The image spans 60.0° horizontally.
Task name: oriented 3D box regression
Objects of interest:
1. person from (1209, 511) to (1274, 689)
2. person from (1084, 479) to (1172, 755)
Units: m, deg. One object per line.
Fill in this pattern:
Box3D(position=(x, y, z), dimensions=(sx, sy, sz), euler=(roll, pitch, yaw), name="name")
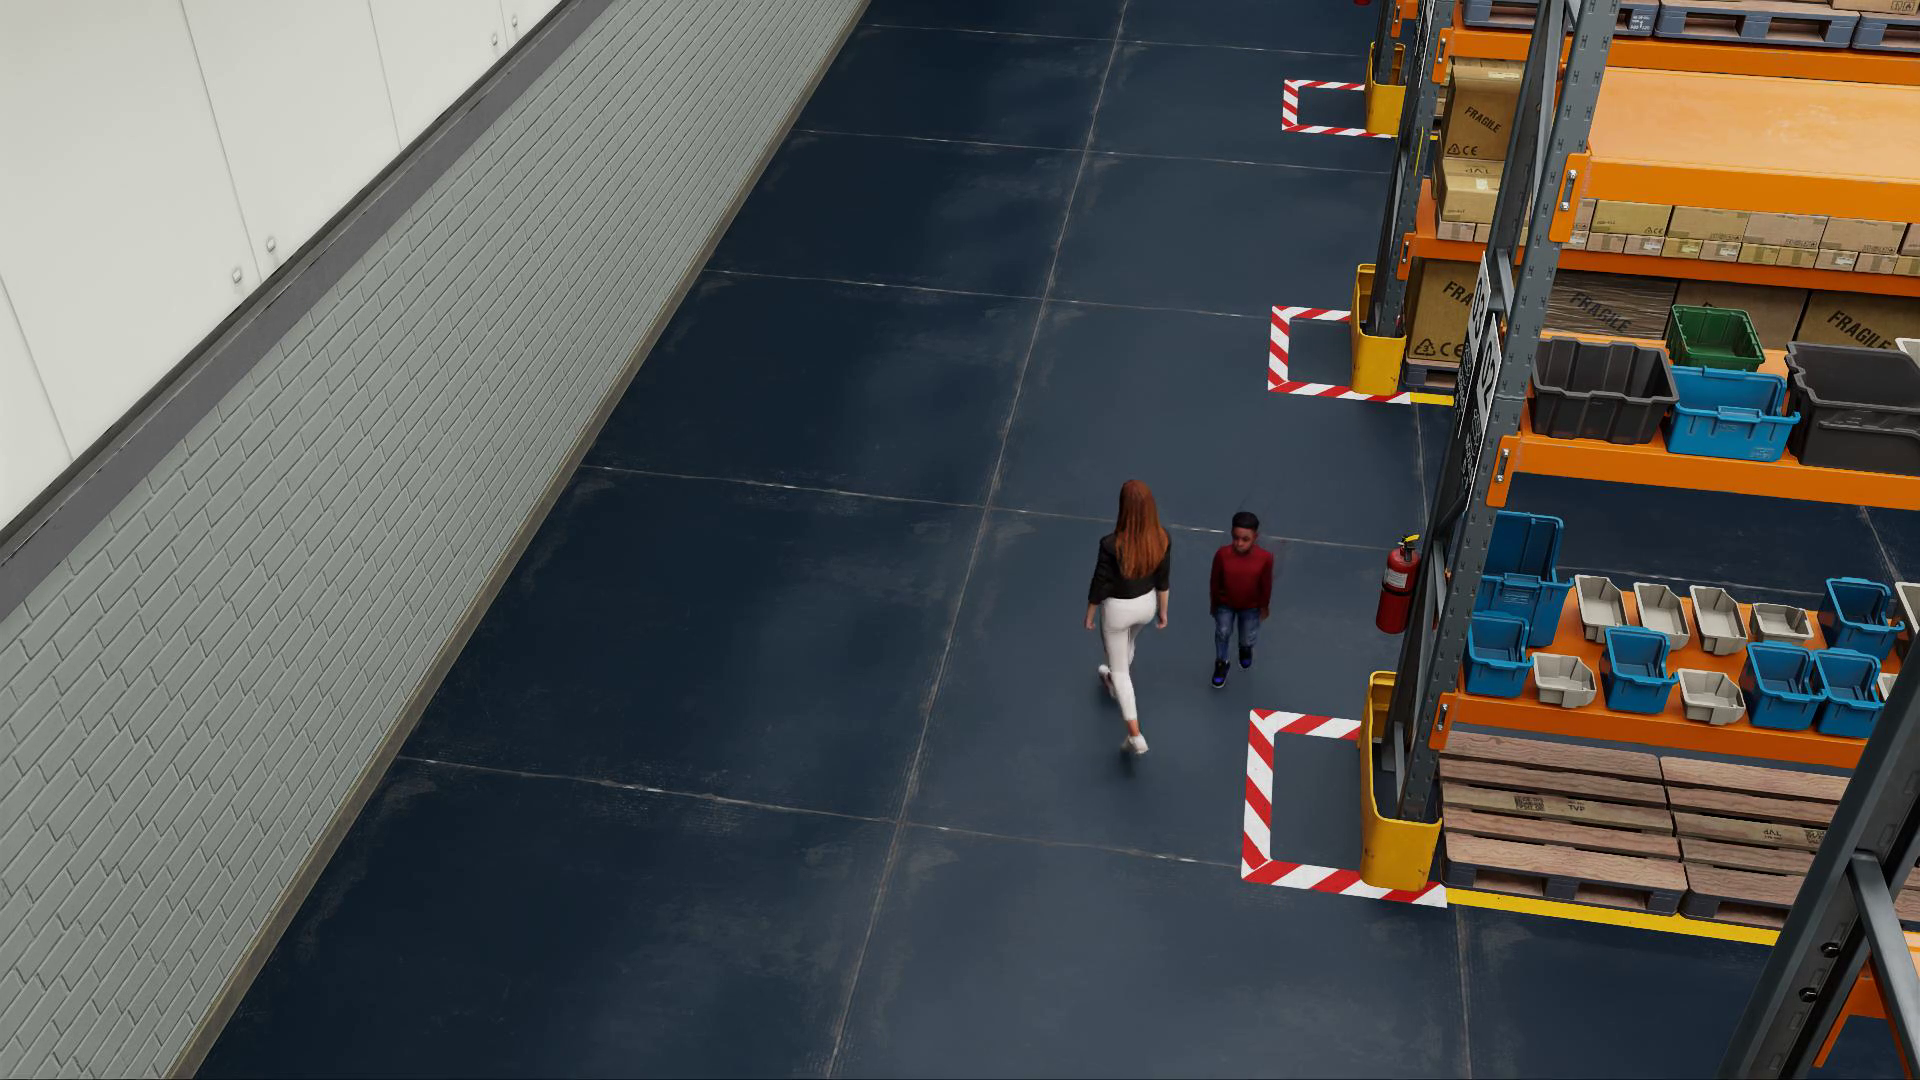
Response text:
Box3D(position=(1.652, 0.308, 9.806), dimensions=(0.543, 1.244, 0.596), euler=(9, 38, 12), name="person")
Box3D(position=(0.962, 0.446, 9.270), dimensions=(1.130, 1.673, 1.012), euler=(-12, 39, -15), name="person")
